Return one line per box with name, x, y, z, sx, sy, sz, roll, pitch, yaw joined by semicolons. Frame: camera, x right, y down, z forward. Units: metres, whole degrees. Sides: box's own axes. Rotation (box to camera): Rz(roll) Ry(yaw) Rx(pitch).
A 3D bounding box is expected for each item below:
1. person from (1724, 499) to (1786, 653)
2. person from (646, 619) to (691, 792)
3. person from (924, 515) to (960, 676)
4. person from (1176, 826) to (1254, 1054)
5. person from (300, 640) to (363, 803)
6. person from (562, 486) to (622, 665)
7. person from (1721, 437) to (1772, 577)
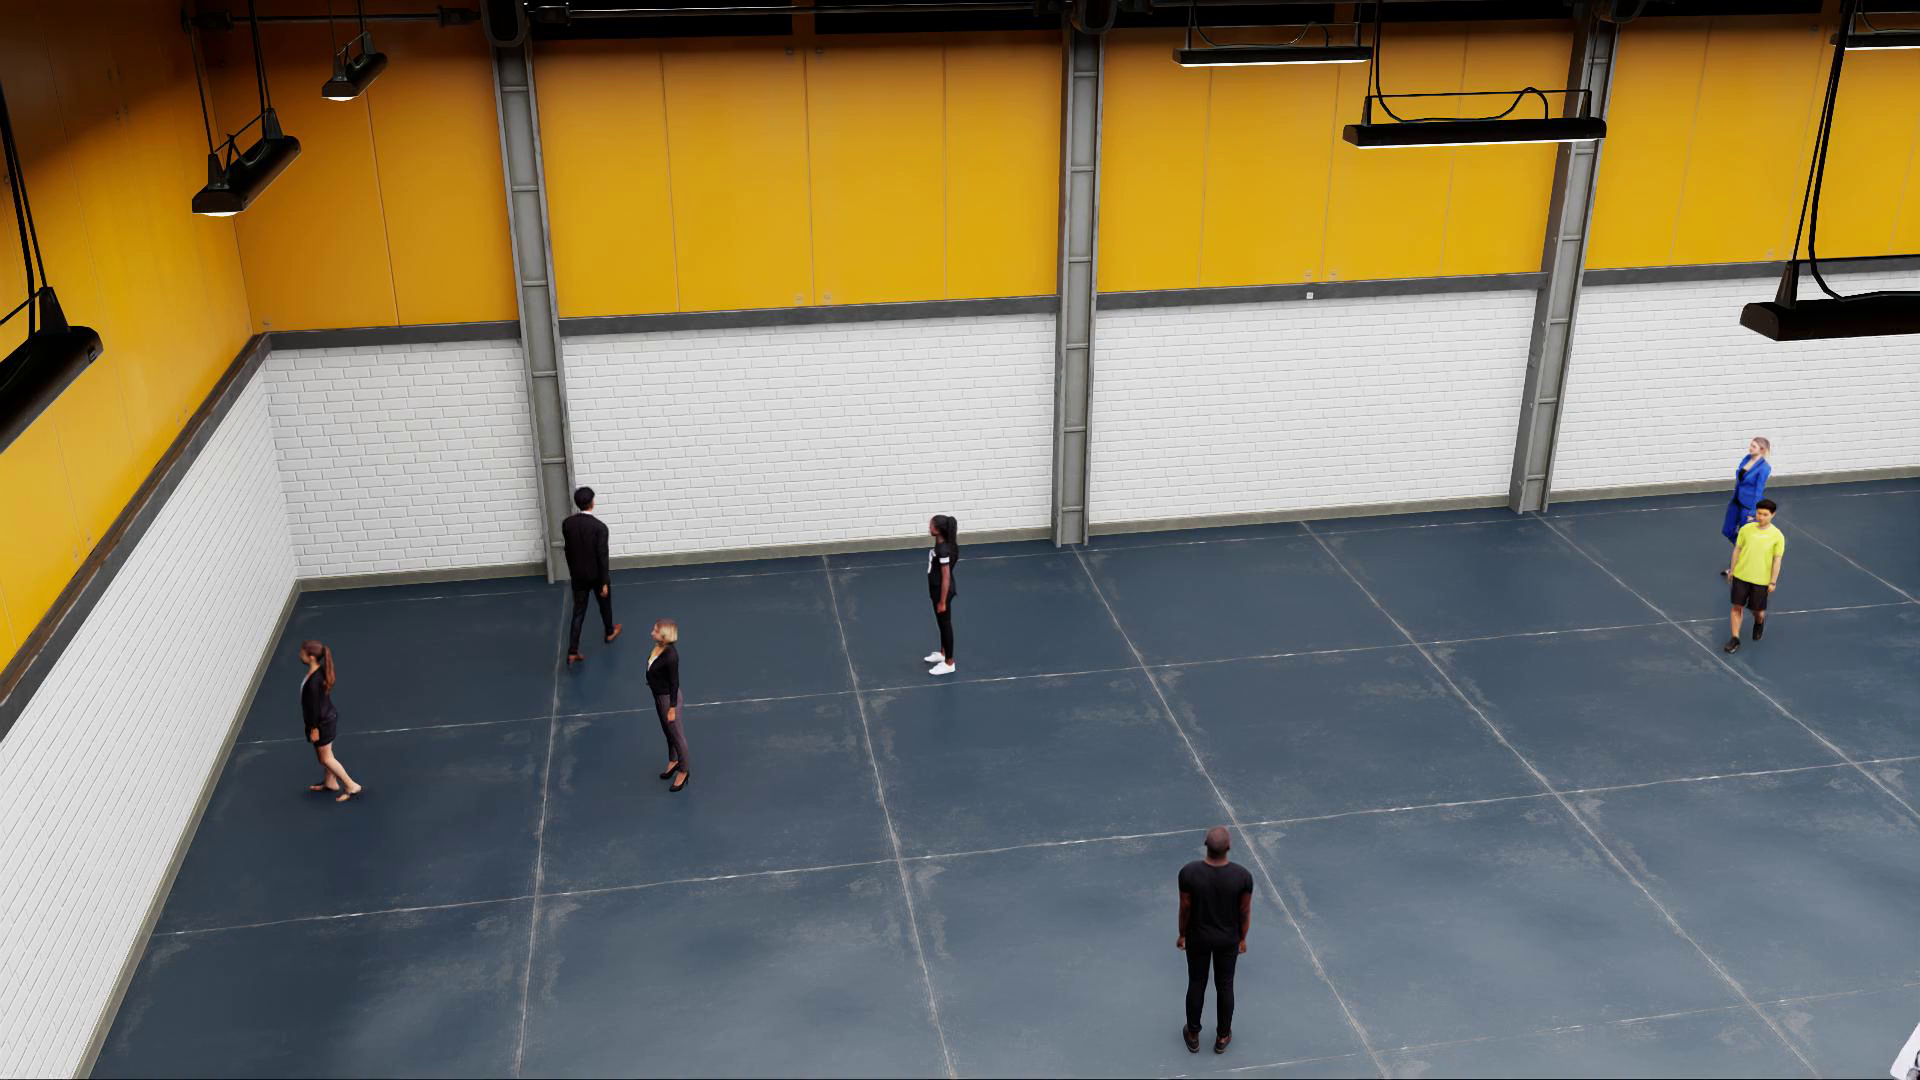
person;8.314;0.347;17.398;0.870;1.693;0.948;20;30;37
person;-2.595;1.456;14.889;0.616;1.672;0.650;-11;26;-24
person;-0.178;0.531;16.930;0.576;1.731;0.615;-3;24;-6
person;1.769;2.793;11.644;0.618;1.819;0.791;3;24;8
person;-5.625;1.574;14.730;0.686;1.581;0.540;-4;24;-9
person;-3.872;0.405;17.089;1.267;1.835;1.110;6;24;14
person;9.099;-0.377;19.056;0.640;1.692;0.632;-5;24;-11
